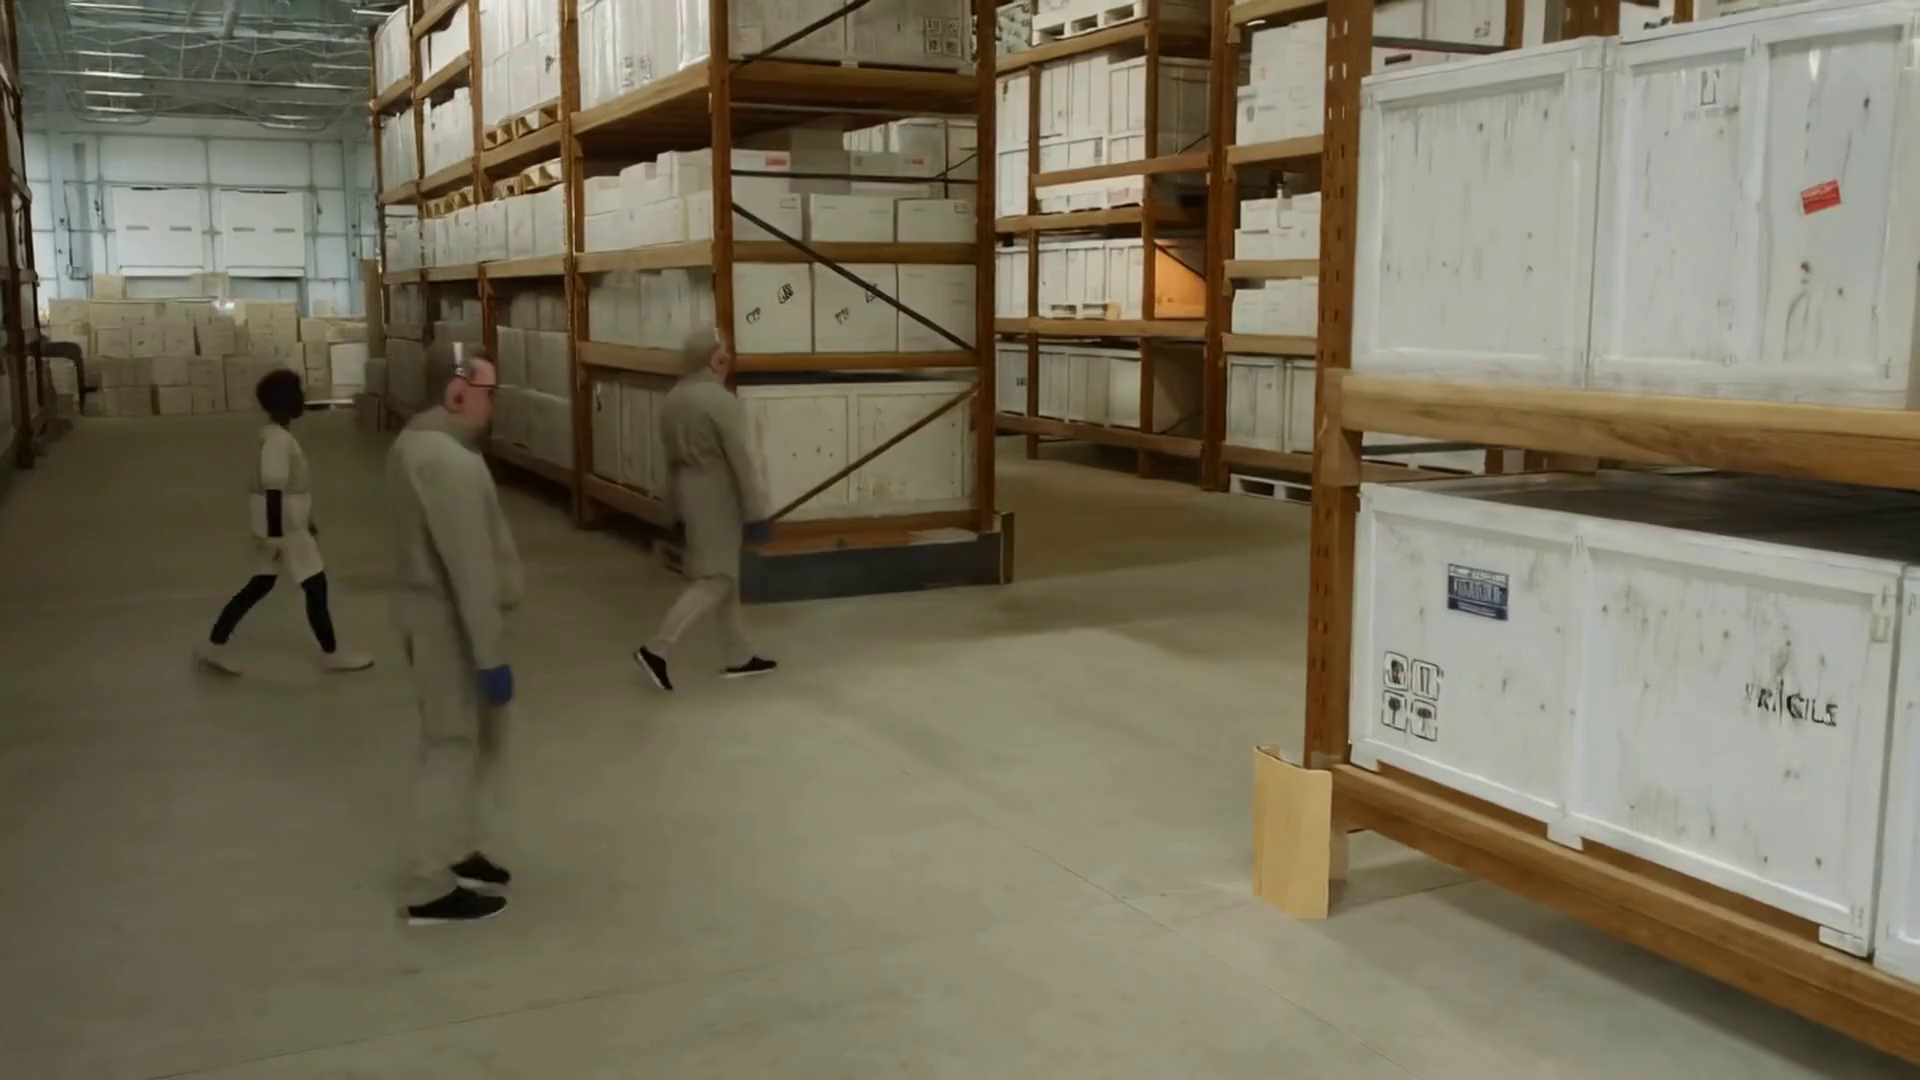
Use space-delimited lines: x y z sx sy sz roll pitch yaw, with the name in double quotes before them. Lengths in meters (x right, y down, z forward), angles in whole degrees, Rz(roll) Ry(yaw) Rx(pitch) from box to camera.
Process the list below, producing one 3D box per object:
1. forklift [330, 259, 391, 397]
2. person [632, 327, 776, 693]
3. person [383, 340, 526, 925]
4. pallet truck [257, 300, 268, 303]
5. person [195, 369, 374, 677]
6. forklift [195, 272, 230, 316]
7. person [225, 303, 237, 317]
"forklift" -11.763 -4.321 33.885 1.873 2.768 1.129 1 8 7
"person" -1.333 -0.162 8.635 0.868 1.880 0.642 -6 10 -36
"person" -1.600 0.302 5.396 0.524 1.886 0.688 -4 9 -26
"pallet truck" -23.913 -7.404 58.171 1.885 1.965 0.823 -1 8 -9
"person" -3.660 -0.080 8.850 0.871 1.658 0.542 -4 9 -27
"forklift" -22.729 -6.771 50.781 1.873 2.768 1.129 6 10 37
"person" -20.387 -5.654 46.375 0.628 1.918 0.559 -5 9 -29
